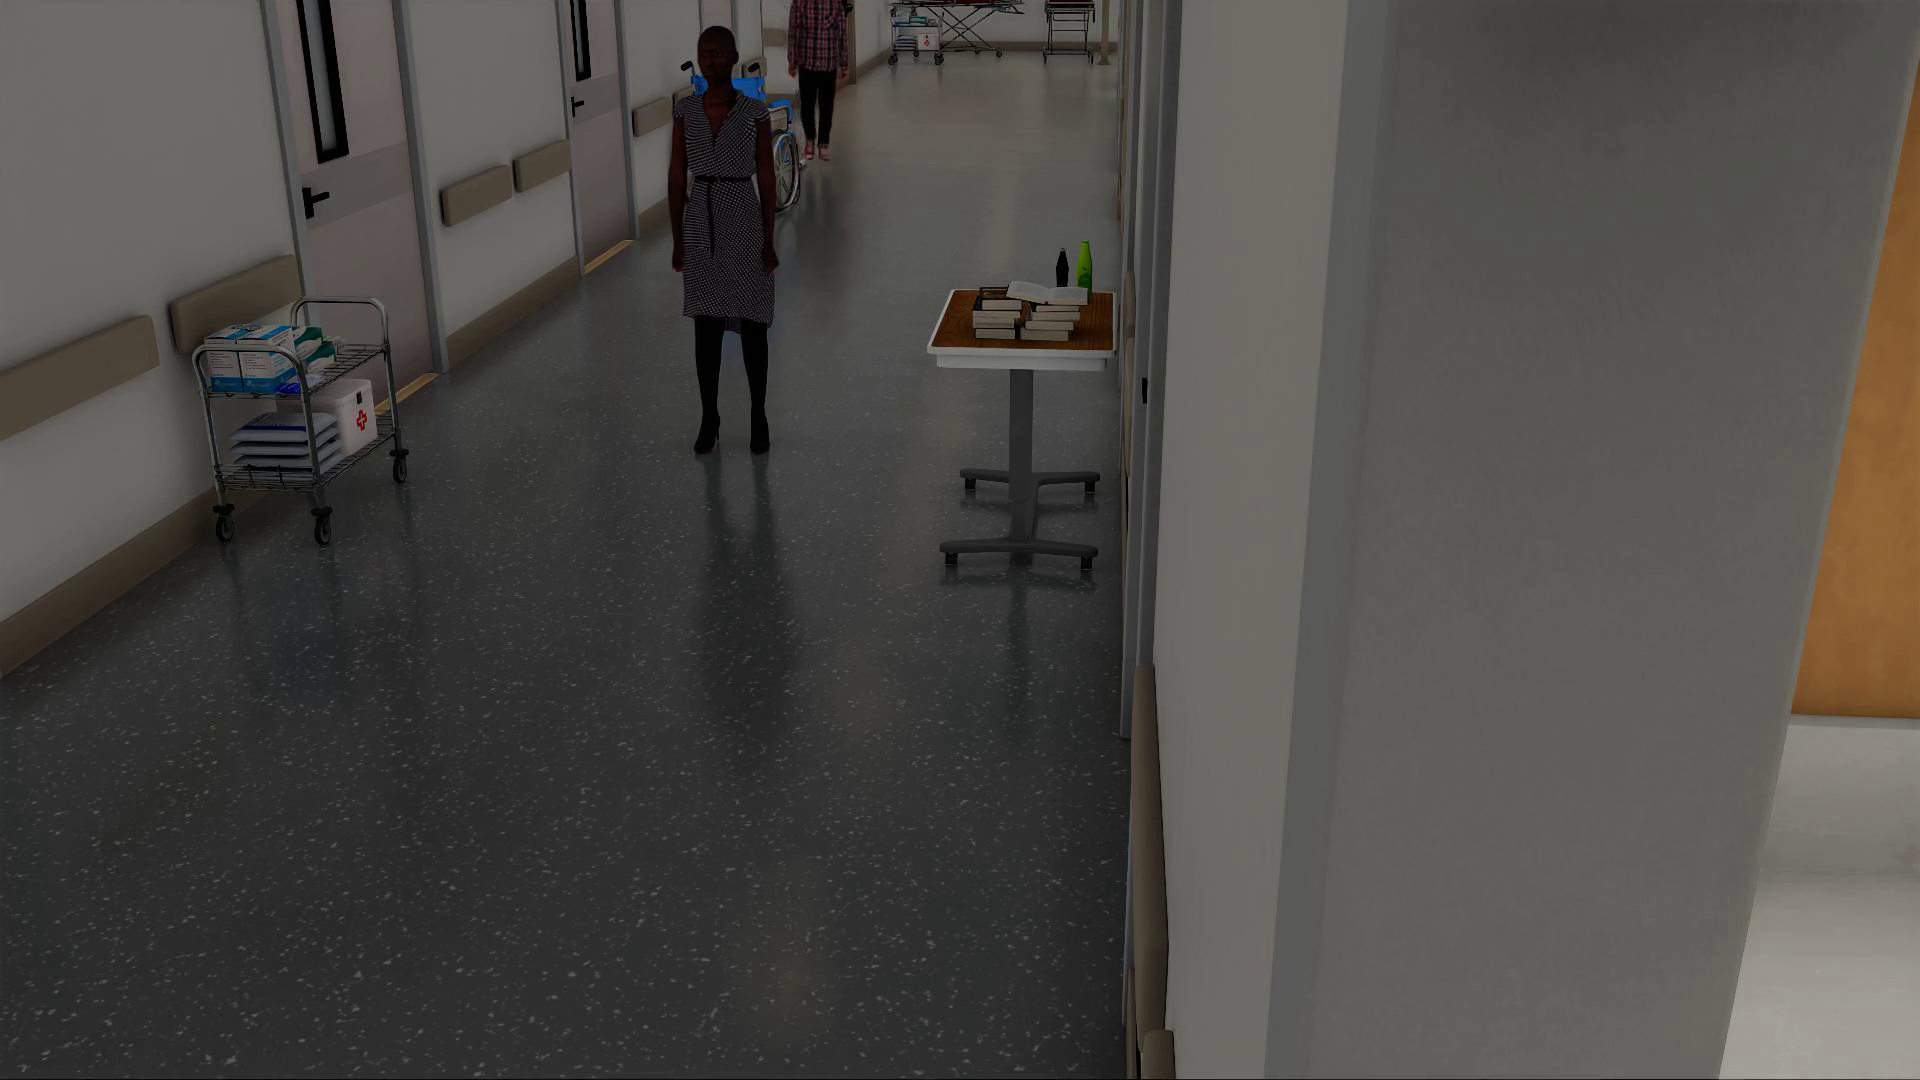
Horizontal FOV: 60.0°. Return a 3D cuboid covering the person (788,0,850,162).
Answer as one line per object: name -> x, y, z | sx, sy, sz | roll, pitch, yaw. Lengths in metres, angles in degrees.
person -> -1.342, -4.460, 15.588 | 0.790, 1.751, 0.728 | -4, 21, -12

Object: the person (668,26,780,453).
person -> -0.994, -1.255, 7.072 | 0.611, 1.789, 0.515 | 1, 21, 2
